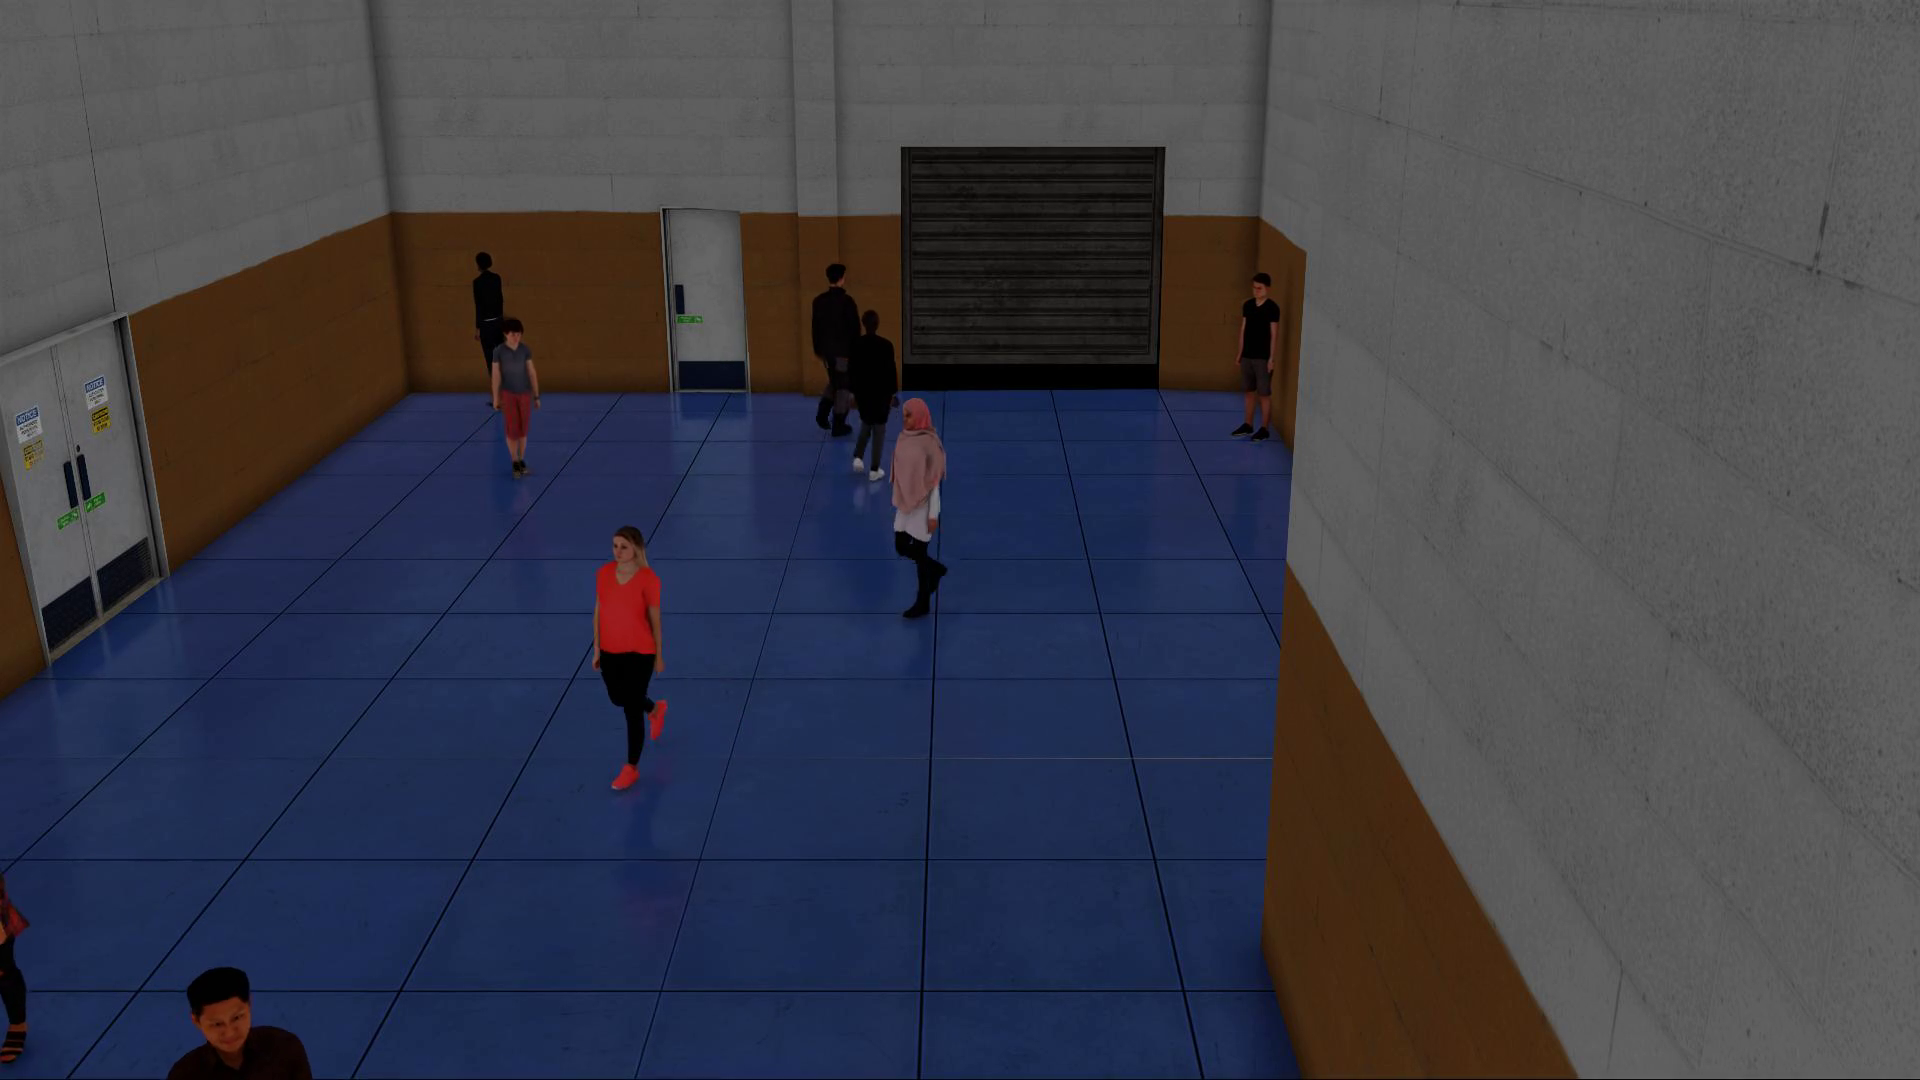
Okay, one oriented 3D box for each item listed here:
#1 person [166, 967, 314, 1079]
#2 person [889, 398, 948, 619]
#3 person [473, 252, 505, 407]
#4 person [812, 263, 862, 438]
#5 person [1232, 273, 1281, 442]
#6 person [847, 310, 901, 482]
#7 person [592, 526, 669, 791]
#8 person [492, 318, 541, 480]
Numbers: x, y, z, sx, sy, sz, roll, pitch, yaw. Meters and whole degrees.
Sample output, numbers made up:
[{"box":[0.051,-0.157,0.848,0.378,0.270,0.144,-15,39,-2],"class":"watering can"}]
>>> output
[{"box":[-2.503,2.242,5.872,0.989,1.766,0.996,-12,22,-32],"class":"person"},{"box":[-0.263,-0.274,13.300,0.899,1.789,0.954,15,24,38],"class":"person"},{"box":[-5.616,-2.533,19.925,0.690,1.835,0.686,10,21,27],"class":"person"},{"box":[-1.405,-2.087,18.452,0.871,1.932,0.940,12,22,31],"class":"person"},{"box":[3.325,-2.043,18.437,0.794,1.858,0.760,-14,23,-36],"class":"person"},{"box":[-0.917,-1.412,16.800,0.786,1.709,0.844,8,20,21],"class":"person"},{"box":[-2.066,0.697,10.596,1.065,1.675,0.911,7,20,19],"class":"person"},{"box":[-4.593,-1.478,17.090,0.769,1.636,0.820,-10,21,-27],"class":"person"}]
